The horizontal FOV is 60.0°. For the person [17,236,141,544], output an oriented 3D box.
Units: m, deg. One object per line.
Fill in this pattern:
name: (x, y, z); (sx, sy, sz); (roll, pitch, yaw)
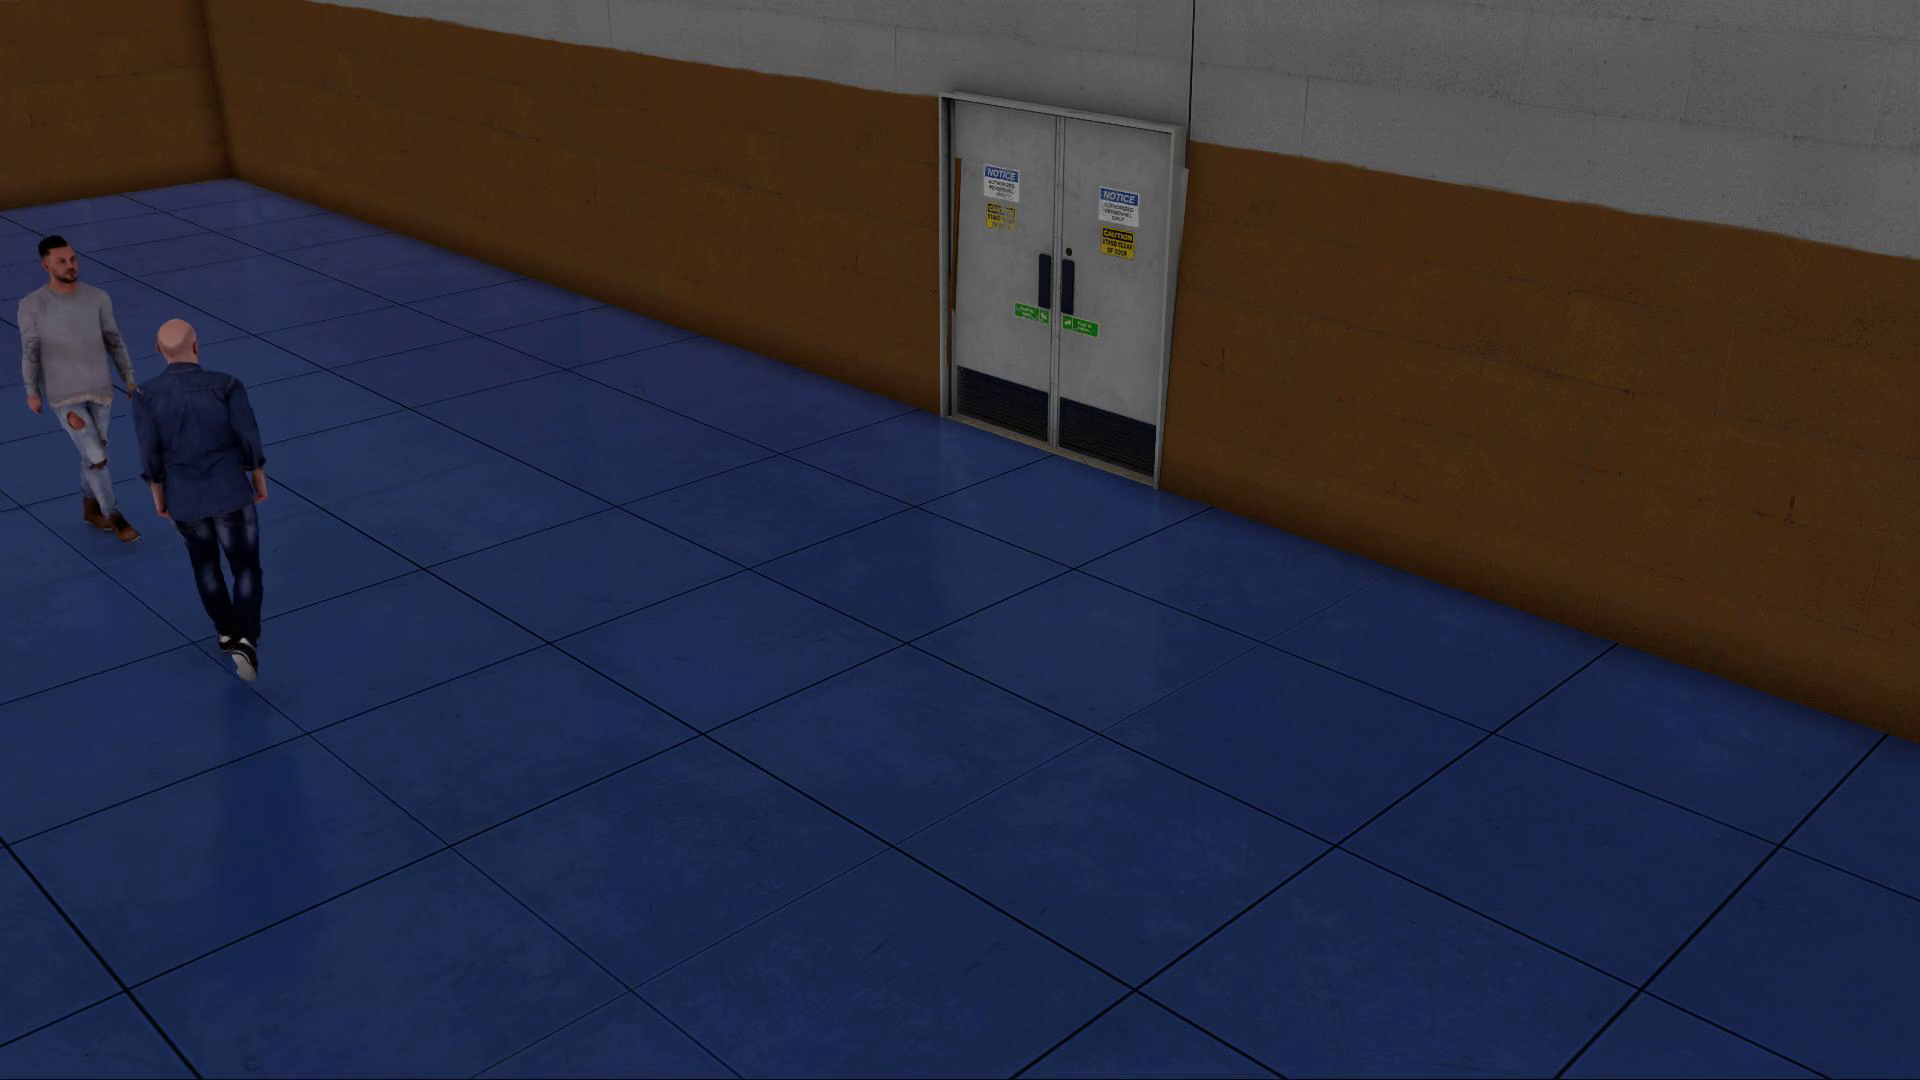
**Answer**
person: (-5.241, -0.896, 9.815); (0.854, 1.812, 0.944); (18, 29, 35)

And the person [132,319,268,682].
person: (-3.675, -0.159, 8.145); (1.174, 1.801, 1.109); (-7, 25, -16)
